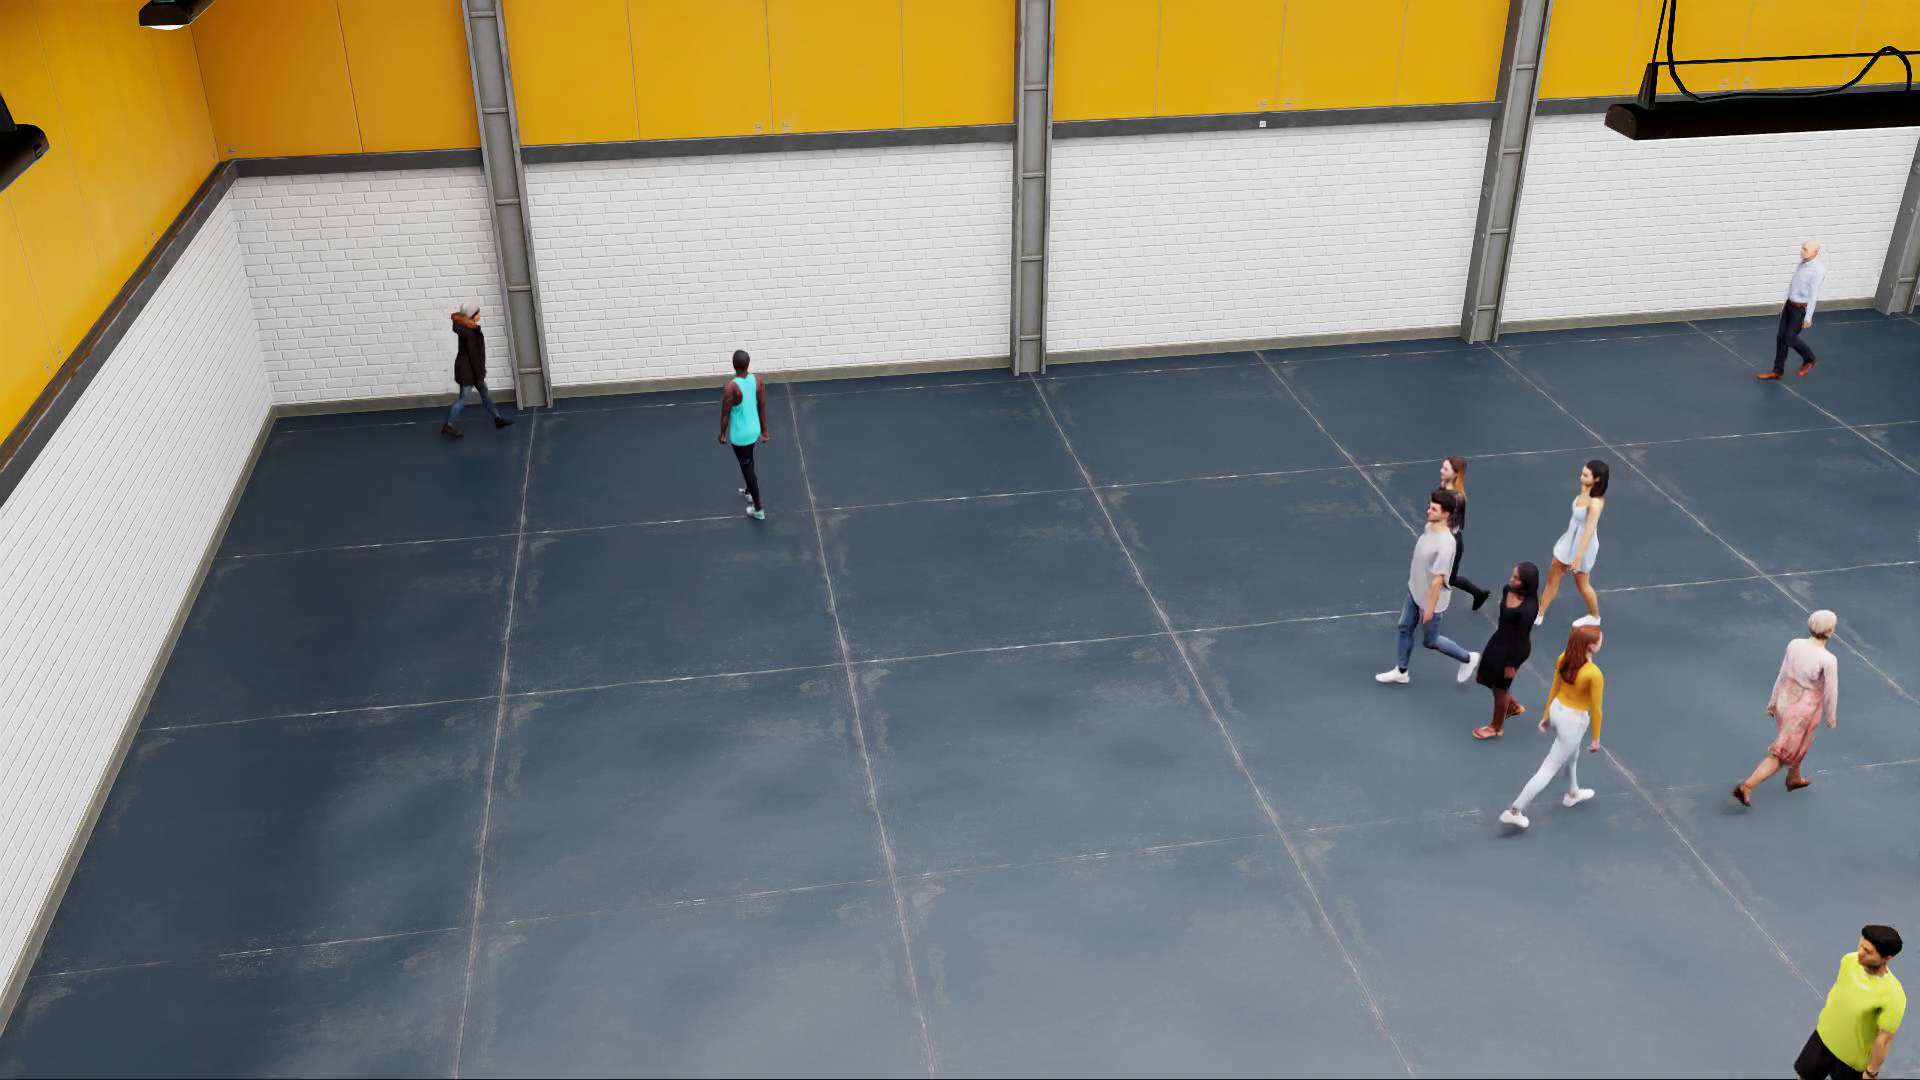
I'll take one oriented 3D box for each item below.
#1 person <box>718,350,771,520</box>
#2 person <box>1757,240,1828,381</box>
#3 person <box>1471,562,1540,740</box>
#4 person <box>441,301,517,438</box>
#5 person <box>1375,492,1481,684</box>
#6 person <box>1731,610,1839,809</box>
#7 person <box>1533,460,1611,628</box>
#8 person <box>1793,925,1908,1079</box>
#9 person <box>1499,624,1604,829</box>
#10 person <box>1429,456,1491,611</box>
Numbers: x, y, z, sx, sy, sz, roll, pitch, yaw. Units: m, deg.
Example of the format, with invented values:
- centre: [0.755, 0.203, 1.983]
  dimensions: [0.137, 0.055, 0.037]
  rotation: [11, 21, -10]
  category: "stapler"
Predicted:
- centre: [-2.128, -1.037, 16.885]
  dimensions: [0.920, 1.791, 0.927]
  rotation: [-24, 37, -37]
  category: "person"
- centre: [10.152, -2.749, 20.039]
  dimensions: [0.881, 1.777, 0.652]
  rotation: [-4, 29, -7]
  category: "person"
- centre: [4.508, 0.914, 13.404]
  dimensions: [0.665, 1.700, 0.638]
  rotation: [-2, 29, -3]
  category: "person"
- centre: [-5.585, -1.893, 18.658]
  dimensions: [1.071, 1.597, 0.699]
  rotation: [-10, 30, -18]
  category: "person"
- centre: [4.063, 0.450, 14.085]
  dimensions: [1.085, 1.864, 0.719]
  rotation: [-3, 29, -5]
  category: "person"
- centre: [6.333, 1.333, 12.683]
  dimensions: [1.106, 1.655, 0.716]
  rotation: [-9, 30, -16]
  category: "person"
- centre: [5.644, 0.080, 14.932]
  dimensions: [1.041, 1.701, 0.727]
  rotation: [0, 29, 1]
  category: "person"
- centre: [5.268, 2.926, 9.734]
  dimensions: [1.044, 1.683, 0.674]
  rotation: [-7, 29, -13]
  category: "person"
- centre: [4.472, 1.429, 12.452]
  dimensions: [1.248, 1.707, 0.812]
  rotation: [-12, 31, -20]
  category: "person"
- centre: [4.503, 0.002, 15.117]
  dimensions: [0.985, 1.660, 0.621]
  rotation: [-3, 29, -5]
  category: "person"
